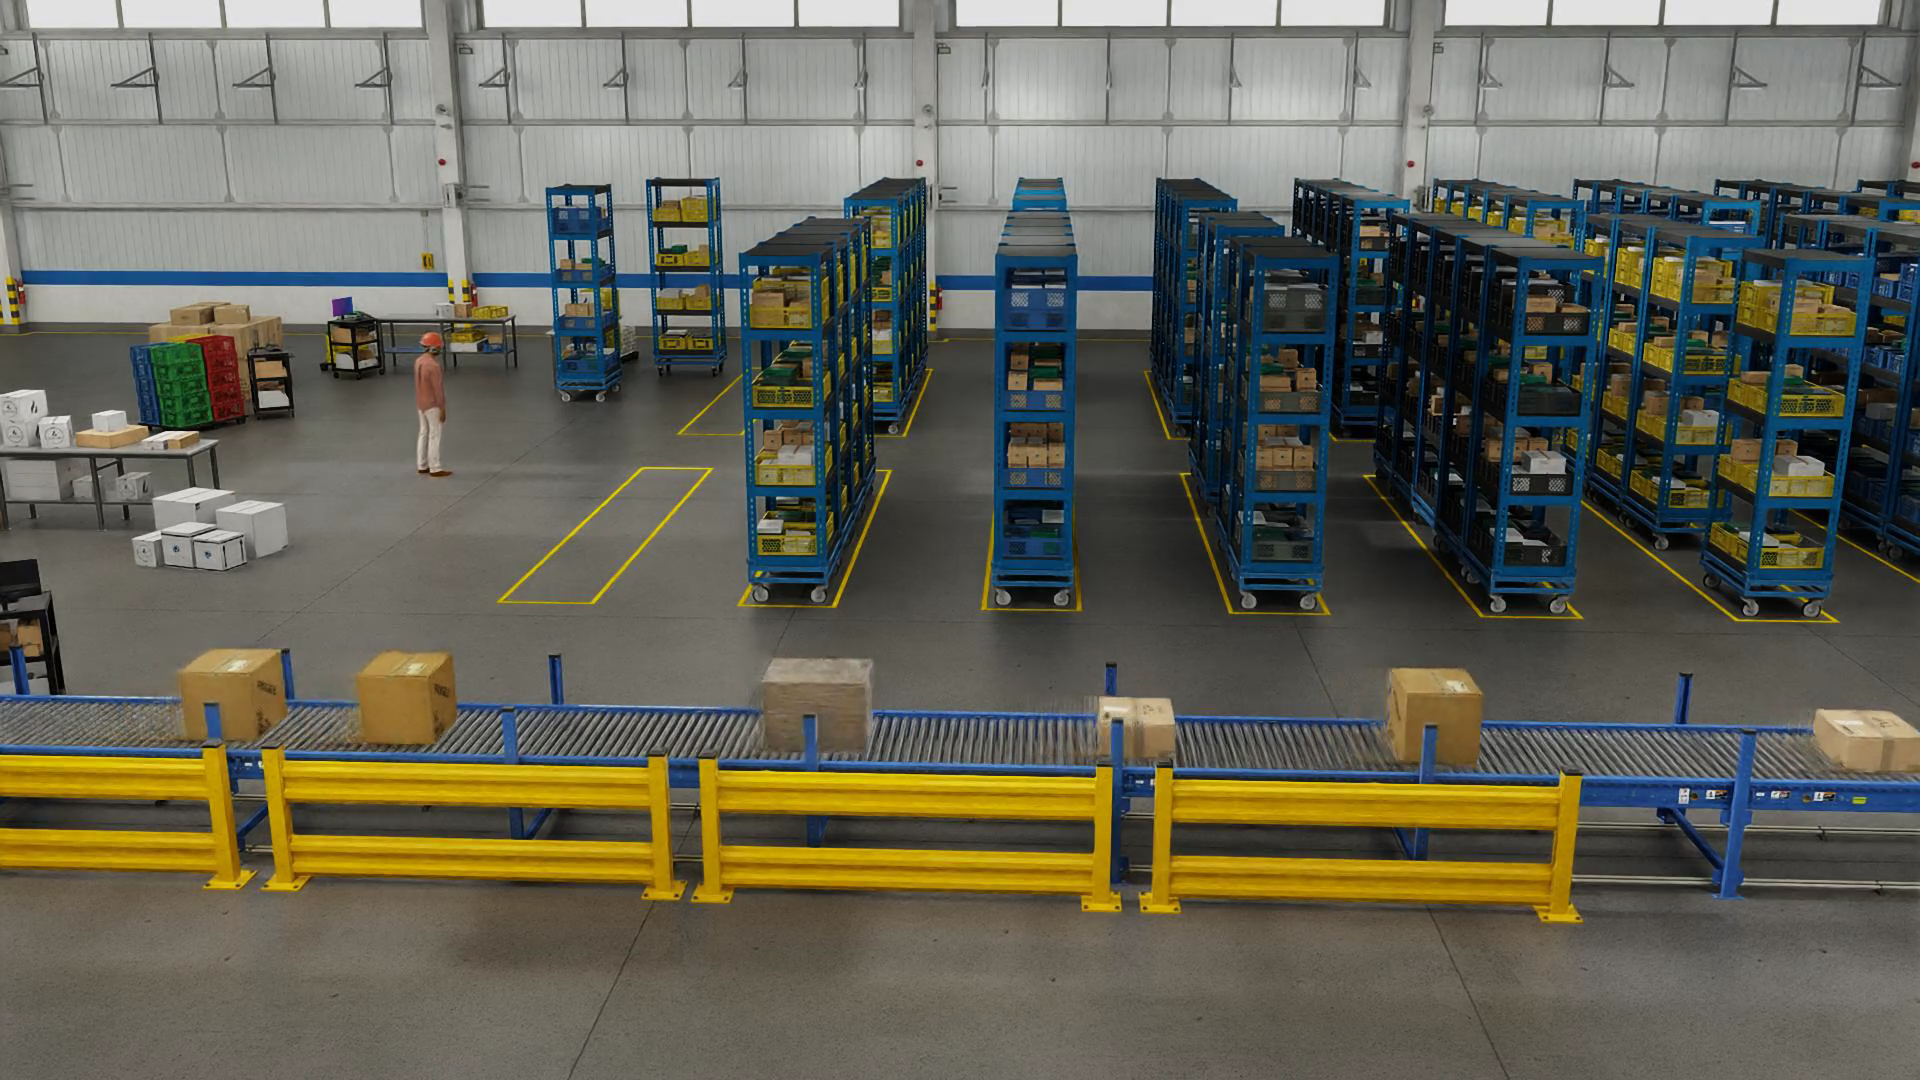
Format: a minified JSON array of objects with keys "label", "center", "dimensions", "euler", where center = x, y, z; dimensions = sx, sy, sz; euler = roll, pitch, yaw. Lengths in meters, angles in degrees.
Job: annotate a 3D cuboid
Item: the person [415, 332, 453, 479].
[{"label":"person","center":[-7.149,-1.831,22.599],"dimensions":[0.437,1.981,0.632],"euler":[-14,21,-43]}]
